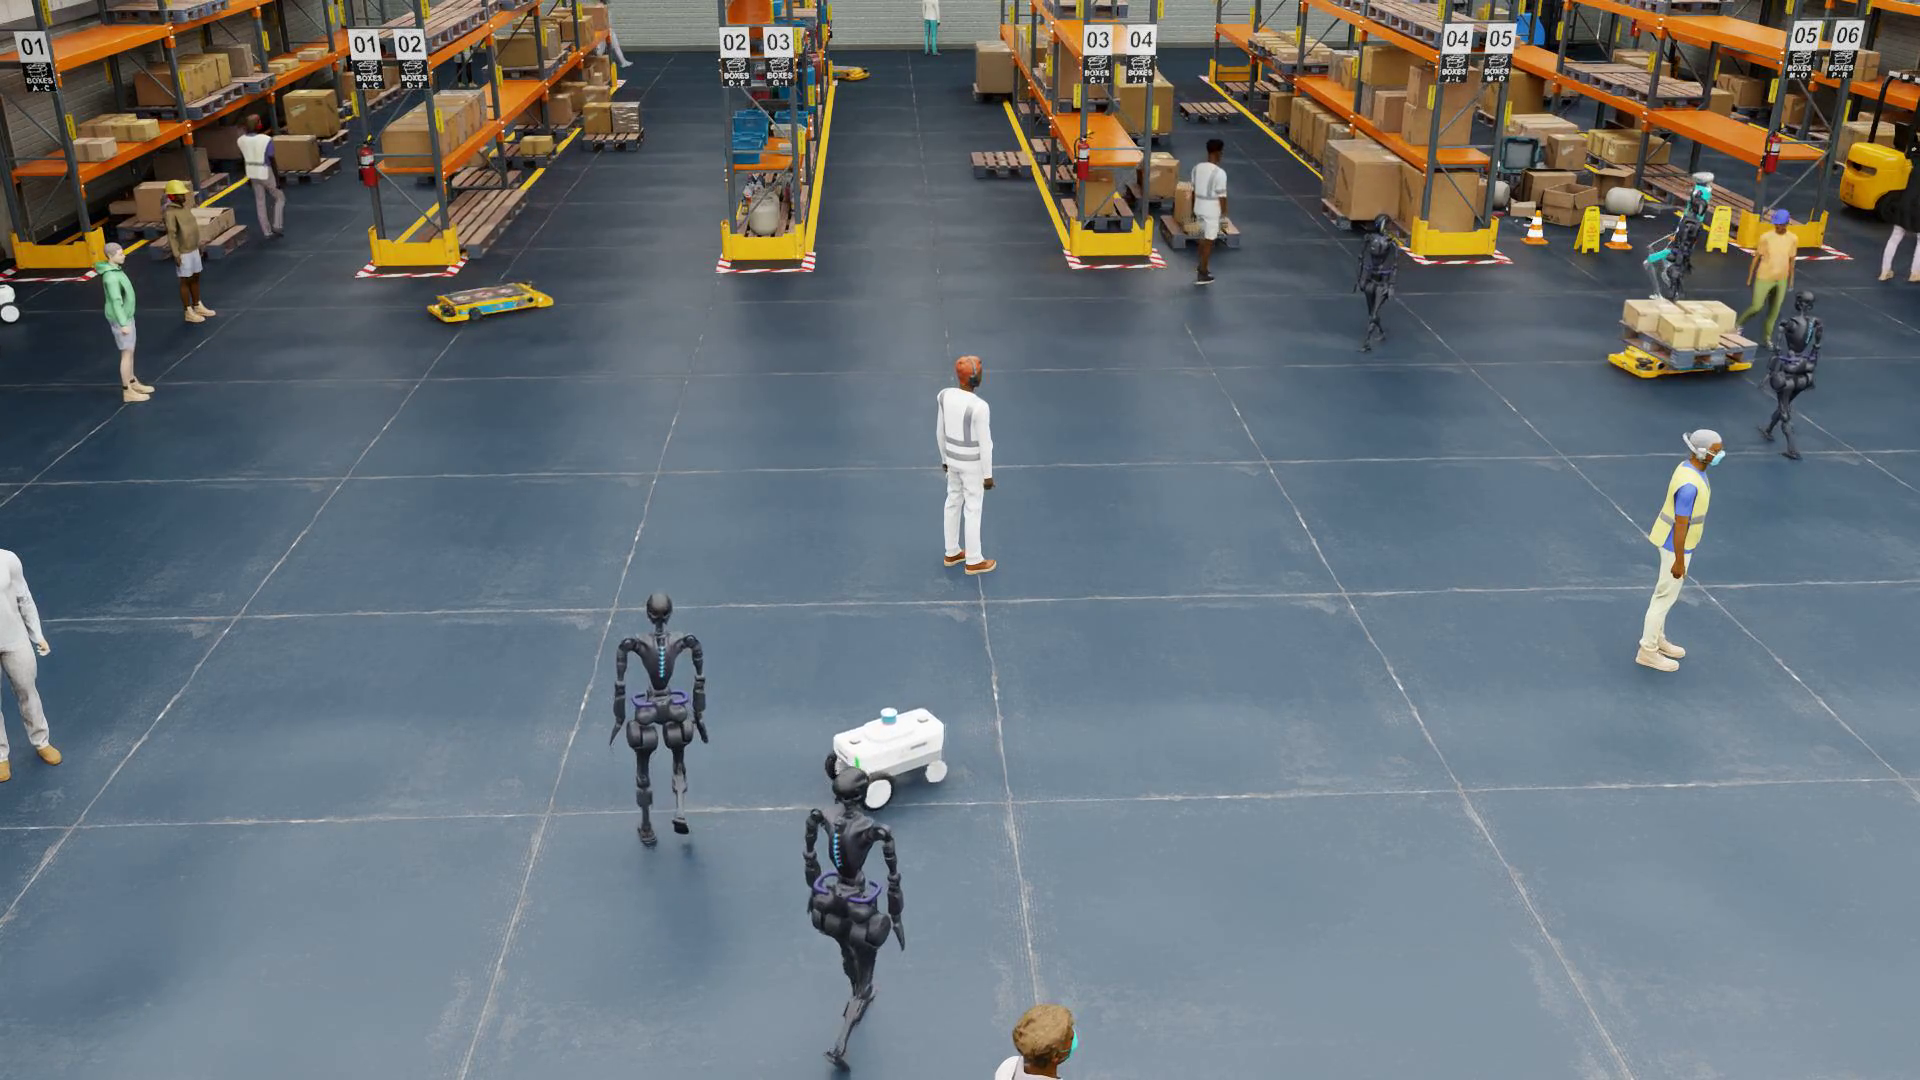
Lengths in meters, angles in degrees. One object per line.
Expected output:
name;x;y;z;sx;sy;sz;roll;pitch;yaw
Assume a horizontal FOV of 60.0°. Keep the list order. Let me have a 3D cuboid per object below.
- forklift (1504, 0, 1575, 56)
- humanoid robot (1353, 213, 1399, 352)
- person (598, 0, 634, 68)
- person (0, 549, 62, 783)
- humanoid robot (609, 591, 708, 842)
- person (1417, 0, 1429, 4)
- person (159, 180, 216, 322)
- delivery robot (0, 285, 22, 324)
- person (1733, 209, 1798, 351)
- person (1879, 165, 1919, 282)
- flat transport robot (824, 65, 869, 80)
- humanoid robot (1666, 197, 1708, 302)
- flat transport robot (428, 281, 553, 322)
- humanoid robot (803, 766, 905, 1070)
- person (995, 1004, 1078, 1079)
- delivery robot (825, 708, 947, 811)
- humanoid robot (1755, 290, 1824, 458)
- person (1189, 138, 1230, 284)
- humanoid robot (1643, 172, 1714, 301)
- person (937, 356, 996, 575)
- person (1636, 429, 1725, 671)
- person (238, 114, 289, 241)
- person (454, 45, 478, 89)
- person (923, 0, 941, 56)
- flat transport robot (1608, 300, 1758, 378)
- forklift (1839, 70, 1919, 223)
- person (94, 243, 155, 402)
forklift;14.700;-13.805;42.301;1.873;2.768;1.129;-1;24;-2
humanoid robot;4.978;-3.080;19.725;0.771;1.632;0.589;-21;31;-39
person;-8.455;-12.360;40.320;0.941;1.801;0.559;5;24;10
person;-6.358;0.671;10.968;0.562;1.896;0.357;-19;31;-37
humanoid robot;-1.852;1.120;10.229;0.615;1.640;0.445;-8;25;-16
person;11.661;-13.045;41.978;0.944;1.742;0.675;-12;27;-26
person;-9.682;-3.616;20.756;0.403;1.761;0.558;3;24;6
delivery robot;-12.177;-2.959;20.752;0.752;0.581;0.502;-20;31;-37
person;9.572;-3.092;19.660;0.438;1.699;0.497;0;24;0
person;12.927;-4.382;22.426;0.645;1.818;0.536;-9;25;-19
flat transport robot;-2.922;-11.032;39.262;1.431;0.231;0.659;9;26;20
humanoid robot;8.828;-3.395;20.381;0.430;1.643;0.609;16;28;31
flat transport robot;-6.024;-3.055;21.336;1.431;0.231;0.659;-16;28;-31
humanoid robot;-0.585;1.903;8.523;0.590;1.637;0.752;10;26;22
person;0.318;2.622;6.558;0.381;1.917;0.491;-15;28;-30
delivery robot;-0.488;1.410;10.976;0.803;0.614;0.499;-15;28;-30
humanoid robot;8.265;-1.677;16.571;0.612;1.628;0.783;-7;25;-14
person;3.398;-4.413;22.328;0.542;1.947;0.613;-13;27;-27
humanoid robot;9.127;-3.843;21.323;0.777;1.786;0.534;18;30;35
person;0.057;-0.630;13.902;0.340;1.882;0.582;-21;31;-39
person;5.330;0.059;12.364;0.398;1.886;0.509;12;27;25
person;-10.286;-5.367;24.608;0.601;1.826;0.559;4;24;9
person;-11.262;-11.096;37.642;0.539;1.697;0.317;5;25;12
person;-0.723;-13.285;42.484;0.523;1.768;0.306;18;30;34
flat transport robot;8.313;-2.095;19.180;1.431;0.231;0.659;-5;25;-12
forklift;15.132;-6.143;25.915;2.313;2.155;1.214;-1;24;-2
person;-9.047;-2.358;17.976;0.315;1.734;0.476;-8;25;-17
